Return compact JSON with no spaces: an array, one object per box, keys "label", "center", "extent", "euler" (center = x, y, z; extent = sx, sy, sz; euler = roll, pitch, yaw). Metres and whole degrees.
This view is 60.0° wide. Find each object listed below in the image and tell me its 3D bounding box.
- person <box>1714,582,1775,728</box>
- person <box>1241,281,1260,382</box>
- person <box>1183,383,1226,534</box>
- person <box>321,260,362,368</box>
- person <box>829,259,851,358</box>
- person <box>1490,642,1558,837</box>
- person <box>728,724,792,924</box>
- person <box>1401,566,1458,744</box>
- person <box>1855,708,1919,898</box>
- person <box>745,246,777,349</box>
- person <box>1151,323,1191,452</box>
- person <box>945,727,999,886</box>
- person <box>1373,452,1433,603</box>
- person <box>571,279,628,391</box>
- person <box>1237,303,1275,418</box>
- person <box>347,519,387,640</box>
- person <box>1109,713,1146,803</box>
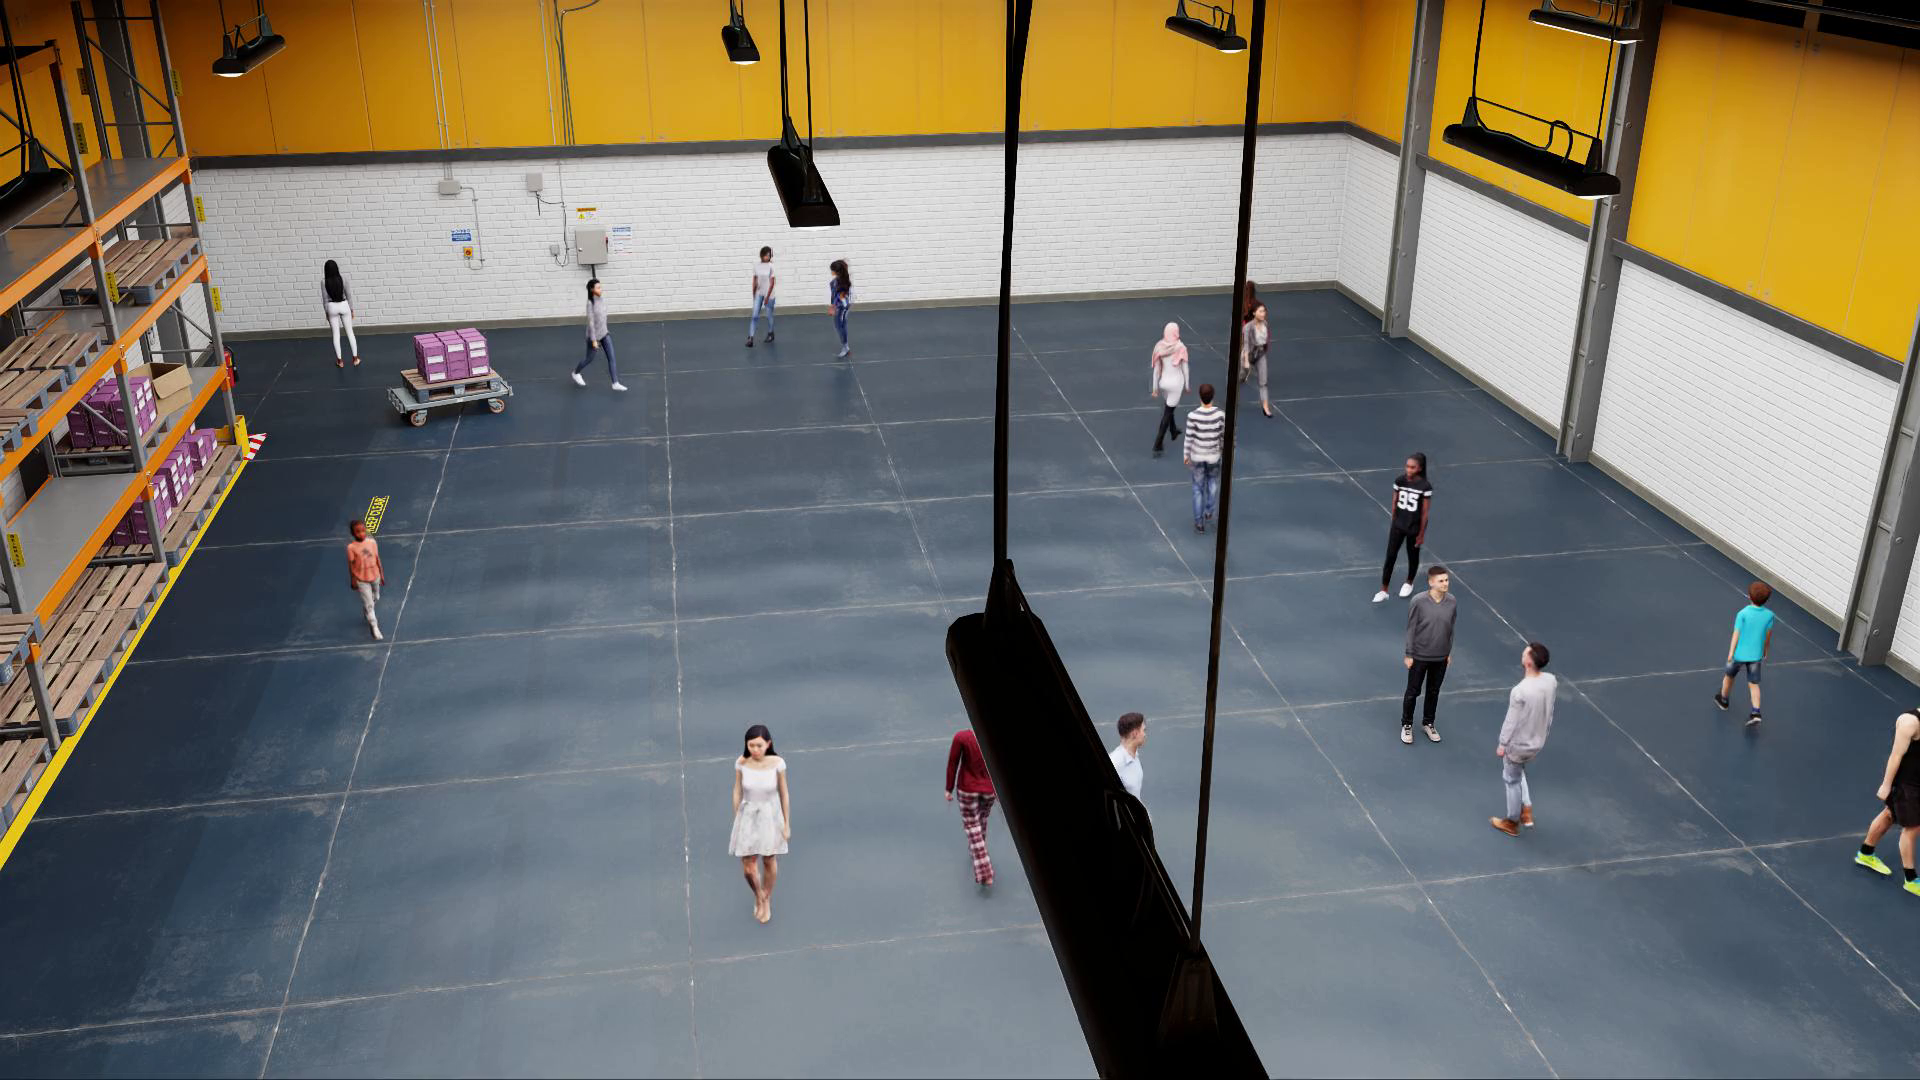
[{"label":"person","center":[7.592,1.106,15.960],"extent":[0.660,1.427,0.988],"euler":[1,24,2]},{"label":"person","center":[4.445,-3.210,25.710],"extent":[0.530,1.527,0.797],"euler":[-4,24,-9]},{"label":"person","center":[2.996,-0.965,20.192],"extent":[0.737,1.833,0.828],"euler":[-1,24,-2]},{"label":"person","center":[-9.853,-3.613,26.384],"extent":[0.636,1.724,0.591],"euler":[-9,25,-20]},{"label":"person","center":[-1.920,-3.797,26.949],"extent":[0.825,1.608,0.685],"euler":[15,28,31]},{"label":"person","center":[4.827,1.718,14.049],"extent":[0.792,1.835,0.779],"euler":[-15,28,-30]},{"label":"person","center":[-1.549,2.192,13.053],"extent":[0.693,1.765,0.775],"euler":[0,24,-1]},{"label":"person","center":[4.412,1.062,15.646],"extent":[0.632,1.760,0.558],"euler":[-2,24,-4]},{"label":"person","center":[7.651,1.917,13.557],"extent":[0.935,1.865,1.087],"euler":[-15,28,-30]},{"label":"person","center":[-3.159,-3.996,27.323],"extent":[0.949,1.675,1.163],"euler":[9,25,21]},{"label":"person","center":[2.853,-2.044,22.755],"extent":[1.136,1.755,1.248],"euler":[13,27,27]},{"label":"person","center":[0.159,2.041,13.502],"extent":[0.705,1.683,0.962],"euler":[-7,25,-15]},{"label":"person","center":[5.032,-0.154,18.495],"extent":[0.988,1.706,1.048],"euler":[15,28,31]},{"label":"person","center":[-5.574,-3.094,25.230],"extent":[1.113,1.697,1.184],"euler":[10,26,22]},{"label":"person","center":[4.216,-2.637,24.273],"extent":[0.848,1.628,1.200],"euler":[-12,26,-26]},{"label":"person","center":[-6.374,0.371,17.800],"extent":[0.748,1.300,0.941],"euler":[-17,29,-34]},{"label":"person","center":[1.246,2.211,12.929],"extent":[0.809,1.831,0.890],"euler":[-21,31,-39]}]
